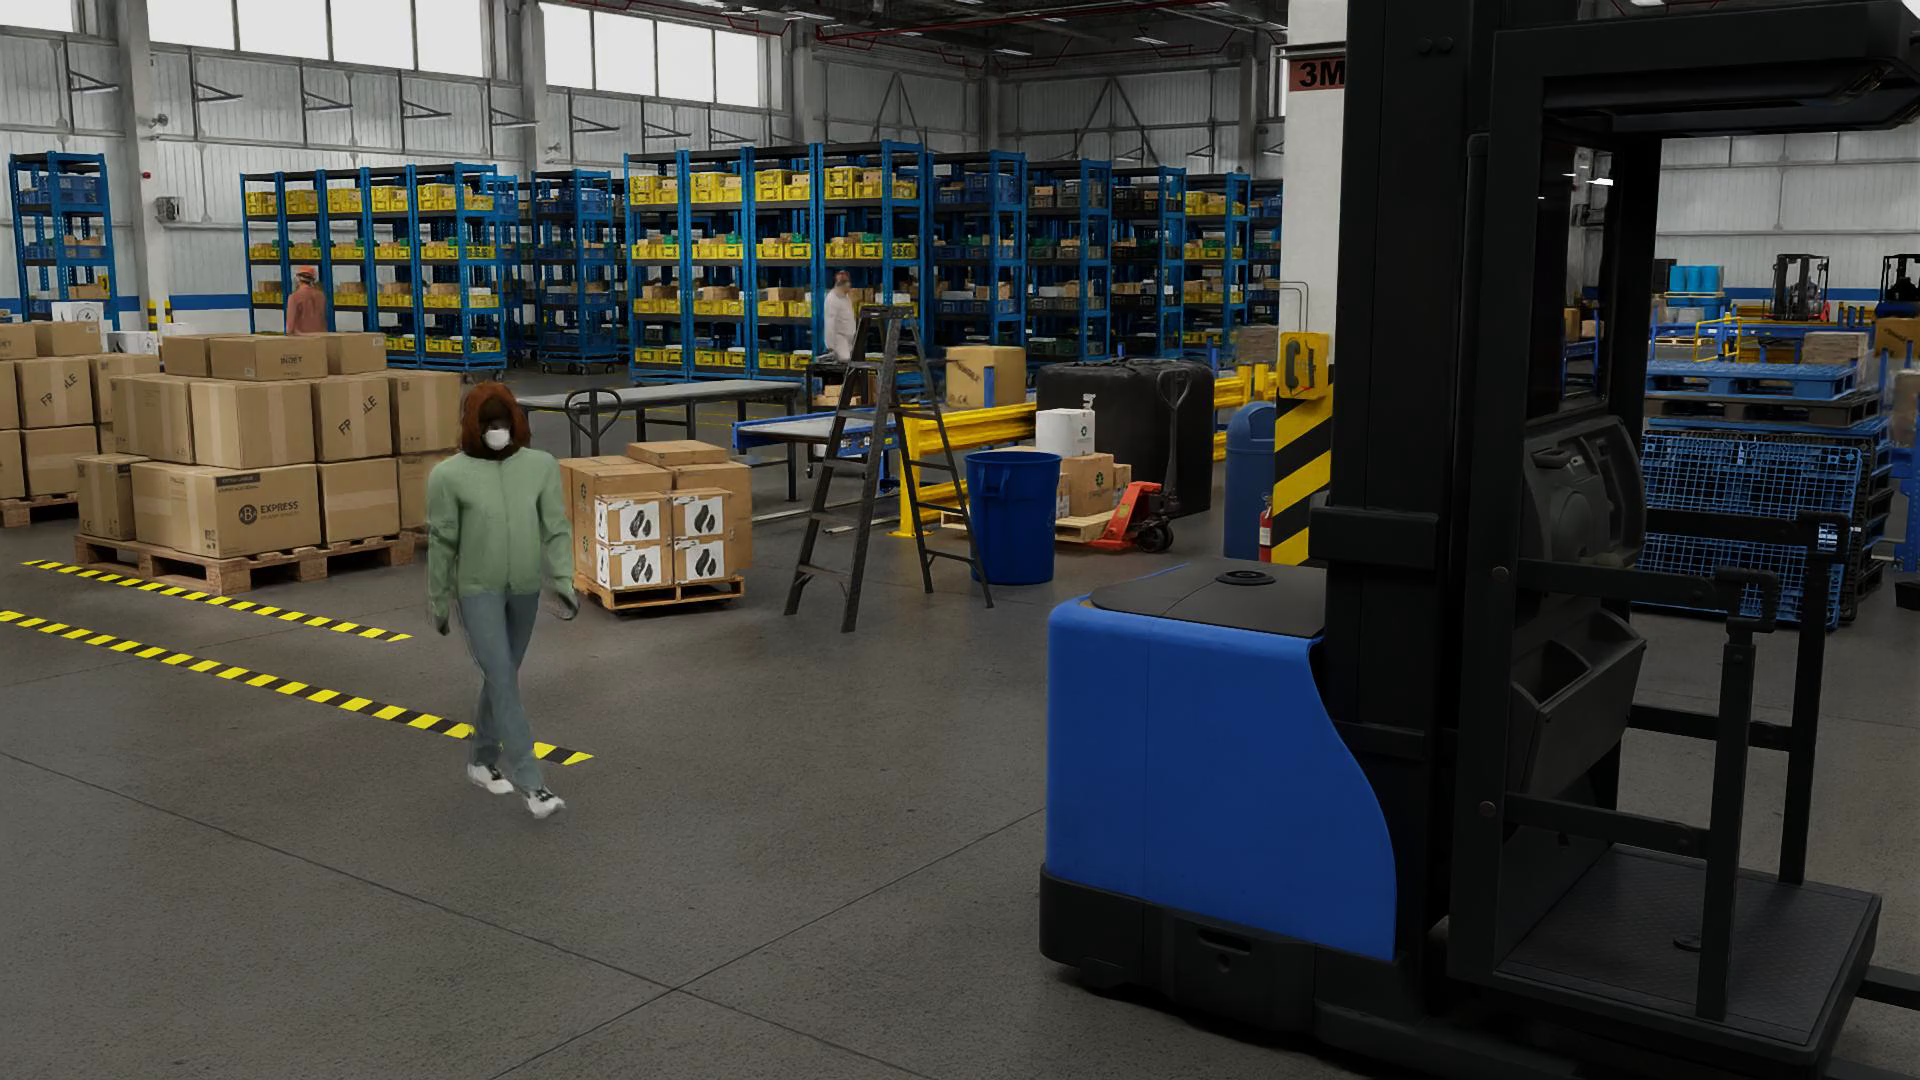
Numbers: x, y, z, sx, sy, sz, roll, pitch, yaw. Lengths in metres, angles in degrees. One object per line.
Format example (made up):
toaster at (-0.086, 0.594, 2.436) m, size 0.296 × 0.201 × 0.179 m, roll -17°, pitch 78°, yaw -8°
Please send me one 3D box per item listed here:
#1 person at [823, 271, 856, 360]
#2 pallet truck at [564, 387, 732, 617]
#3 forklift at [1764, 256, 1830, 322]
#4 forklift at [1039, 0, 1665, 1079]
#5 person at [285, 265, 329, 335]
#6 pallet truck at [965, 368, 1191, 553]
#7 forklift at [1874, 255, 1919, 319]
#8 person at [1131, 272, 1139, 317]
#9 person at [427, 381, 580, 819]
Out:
person at (-1.544, -2.601, 21.992) m, size 0.430 × 1.891 × 0.648 m, roll 2°, pitch 10°, yaw 12°
pallet truck at (-1.981, -0.274, 10.088) m, size 0.680 × 1.201 × 1.601 m, roll -5°, pitch 11°, yaw -28°
forklift at (20.253, -5.854, 40.139) m, size 1.157 × 1.987 × 2.680 m, roll 7°, pitch 12°, yaw 35°
forklift at (1.249, -0.137, 4.360) m, size 1.873 × 2.768 × 1.129 m, roll 7°, pitch 12°, yaw 35°
person at (-8.389, -2.549, 21.430) m, size 0.438 × 1.969 × 0.693 m, roll 4°, pitch 11°, yaw 25°
pallet truck at (0.845, -0.609, 11.869) m, size 1.630 × 1.274 × 0.653 m, roll 7°, pitch 12°, yaw 35°
forklift at (22.089, -5.634, 38.796) m, size 1.157 × 1.987 × 2.680 m, roll 6°, pitch 11°, yaw 33°
person at (4.338, -5.843, 41.527) m, size 0.566 × 1.810 × 0.935 m, roll 5°, pitch 11°, yaw 30°
person at (-1.640, 0.219, 6.066) m, size 0.492 × 1.579 × 0.846 m, roll -8°, pitch 13°, yaw -40°
